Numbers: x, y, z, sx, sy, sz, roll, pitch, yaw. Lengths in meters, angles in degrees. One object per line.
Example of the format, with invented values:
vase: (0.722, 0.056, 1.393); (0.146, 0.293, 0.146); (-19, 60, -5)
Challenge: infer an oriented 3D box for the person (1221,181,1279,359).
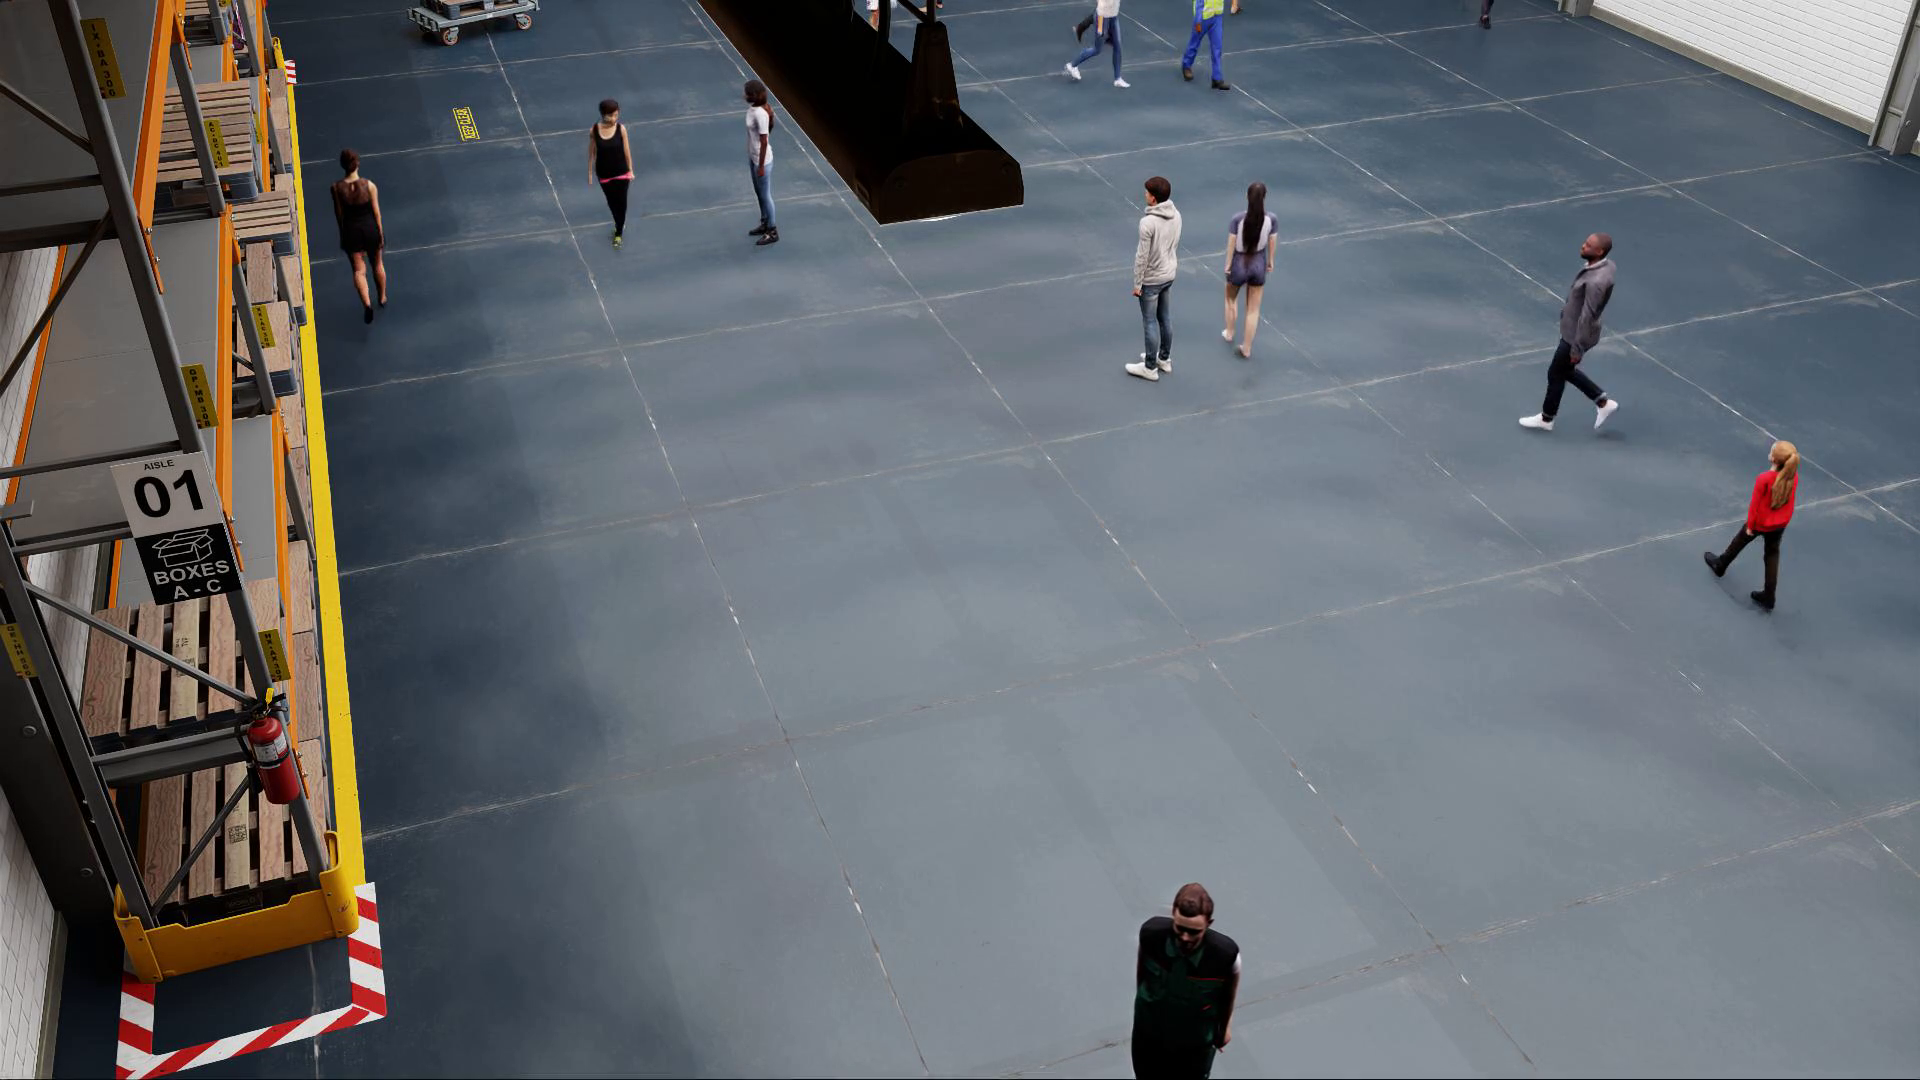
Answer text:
person: (2.617, -2.403, 15.012); (0.747, 1.632, 0.843); (-1, 34, -1)

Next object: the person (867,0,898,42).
person: (-1.120, -7.624, 22.699); (0.701, 1.818, 0.779); (-7, 34, -10)

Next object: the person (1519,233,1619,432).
person: (5.202, -1.678, 13.770); (1.118, 1.800, 1.087); (11, 35, 15)

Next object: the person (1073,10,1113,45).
person: (1.870, -7.627, 22.768); (0.967, 1.747, 0.835); (20, 38, 27)

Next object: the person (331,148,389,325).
person: (-5.640, -2.842, 15.653); (0.580, 1.654, 0.987); (-11, 35, -15)

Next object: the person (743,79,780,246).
person: (-2.067, -3.926, 17.225); (0.639, 1.719, 0.452); (-11, 35, -16)

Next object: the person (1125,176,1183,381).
person: (1.749, -2.319, 14.688); (0.749, 1.850, 0.752); (27, 42, 34)

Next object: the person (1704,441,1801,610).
person: (5.801, -0.094, 11.882); (0.582, 1.252, 0.920); (-6, 34, -10)

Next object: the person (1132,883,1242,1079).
person: (1.020, 2.266, 7.805); (0.721, 1.835, 0.770); (13, 36, 18)

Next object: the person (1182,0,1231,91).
person: (3.148, -6.745, 21.424); (0.775, 1.765, 1.243); (-15, 36, -21)

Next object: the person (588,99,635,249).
person: (-3.596, -3.859, 17.313); (0.819, 1.510, 1.038); (1, 34, 1)

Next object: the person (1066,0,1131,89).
person: (1.791, -6.670, 21.378); (1.206, 1.691, 1.058); (19, 38, 26)

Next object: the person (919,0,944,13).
person: (-0.427, -8.626, 24.290); (0.711, 1.726, 0.690); (21, 39, 28)
